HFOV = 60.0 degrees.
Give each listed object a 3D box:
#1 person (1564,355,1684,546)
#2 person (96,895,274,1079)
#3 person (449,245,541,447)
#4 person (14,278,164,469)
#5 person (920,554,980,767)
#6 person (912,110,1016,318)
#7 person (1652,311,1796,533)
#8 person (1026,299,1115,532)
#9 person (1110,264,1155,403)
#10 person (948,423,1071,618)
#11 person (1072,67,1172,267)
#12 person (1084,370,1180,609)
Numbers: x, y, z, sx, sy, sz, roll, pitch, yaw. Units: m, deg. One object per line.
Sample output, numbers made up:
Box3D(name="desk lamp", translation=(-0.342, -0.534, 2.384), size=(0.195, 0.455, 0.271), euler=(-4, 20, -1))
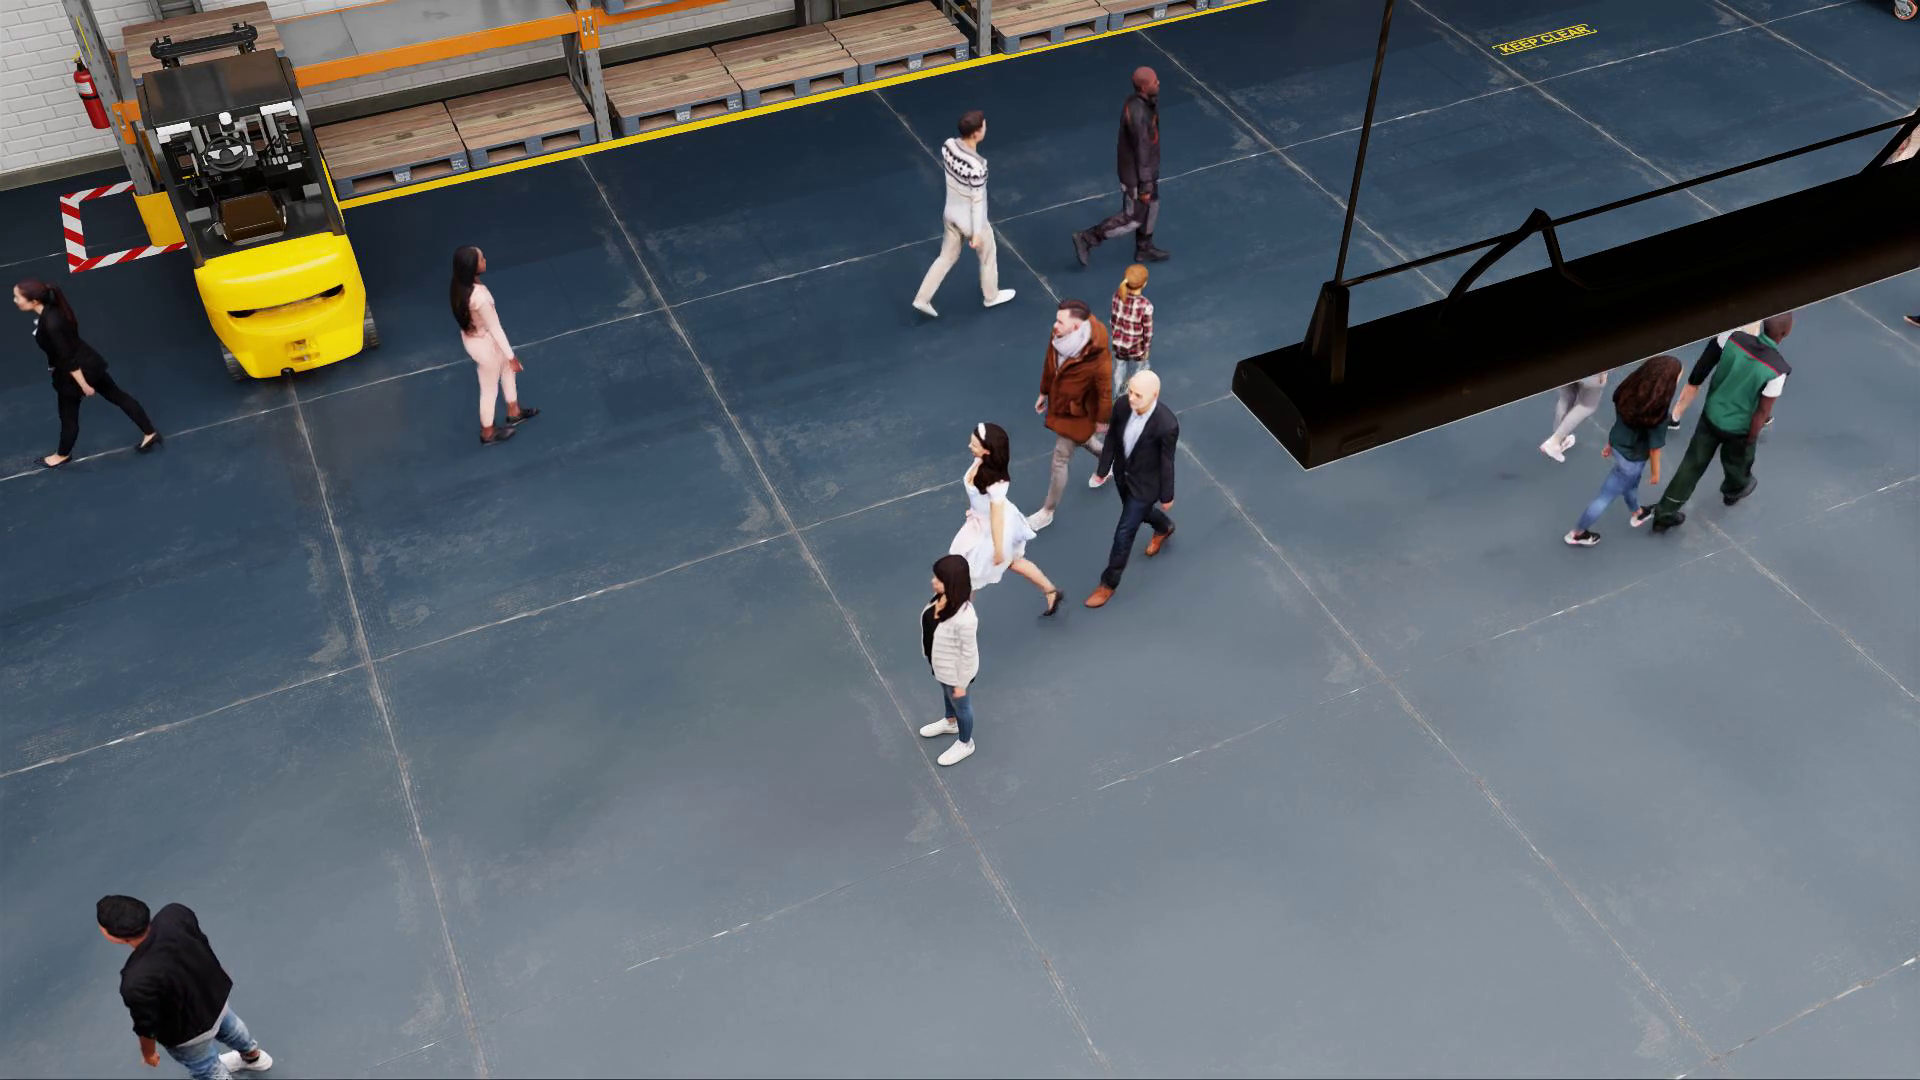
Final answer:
Box3D(name="person", translation=(4.475, -0.564, 11.275), size=(1.036, 1.585, 0.751), euler=(-7, 44, -8))
Box3D(name="person", translation=(-3.746, 2.284, 8.128), size=(0.838, 1.802, 0.818), euler=(6, 44, 6))
Box3D(name="person", translation=(-3.518, -1.360, 12.024), size=(0.775, 1.704, 0.703), euler=(-23, 48, -23))
Box3D(name="person", translation=(-6.210, -1.202, 11.929), size=(1.135, 1.608, 0.724), euler=(-10, 45, -11))
Box3D(name="person", translation=(-0.042, 0.691, 9.920), size=(0.531, 1.638, 0.606), euler=(-17, 46, -17))
Box3D(name="person", translation=(-0.024, -2.555, 13.167), size=(1.195, 1.859, 0.838), euler=(-28, 50, -26))
Box3D(name="person", translation=(5.189, -0.777, 11.353), size=(1.214, 1.786, 0.745), euler=(-22, 48, -21))
Box3D(name="person", translation=(0.854, -0.930, 11.510), size=(1.235, 1.792, 0.807), euler=(-26, 49, -25))
Box3D(name="person", translation=(1.237, -1.459, 12.423), size=(0.660, 1.299, 0.721), euler=(24, 49, 23))
Box3D(name="person", translation=(0.283, -0.030, 10.575), size=(1.266, 1.778, 0.875), euler=(-5, 44, -6))
Box3D(name="person", translation=(1.366, -3.028, 13.708), size=(1.214, 1.798, 1.033), euler=(3, 44, 3))
Box3D(name="person", translation=(1.225, -0.429, 10.995), size=(1.286, 1.777, 0.957), euler=(-32, 52, -29))
